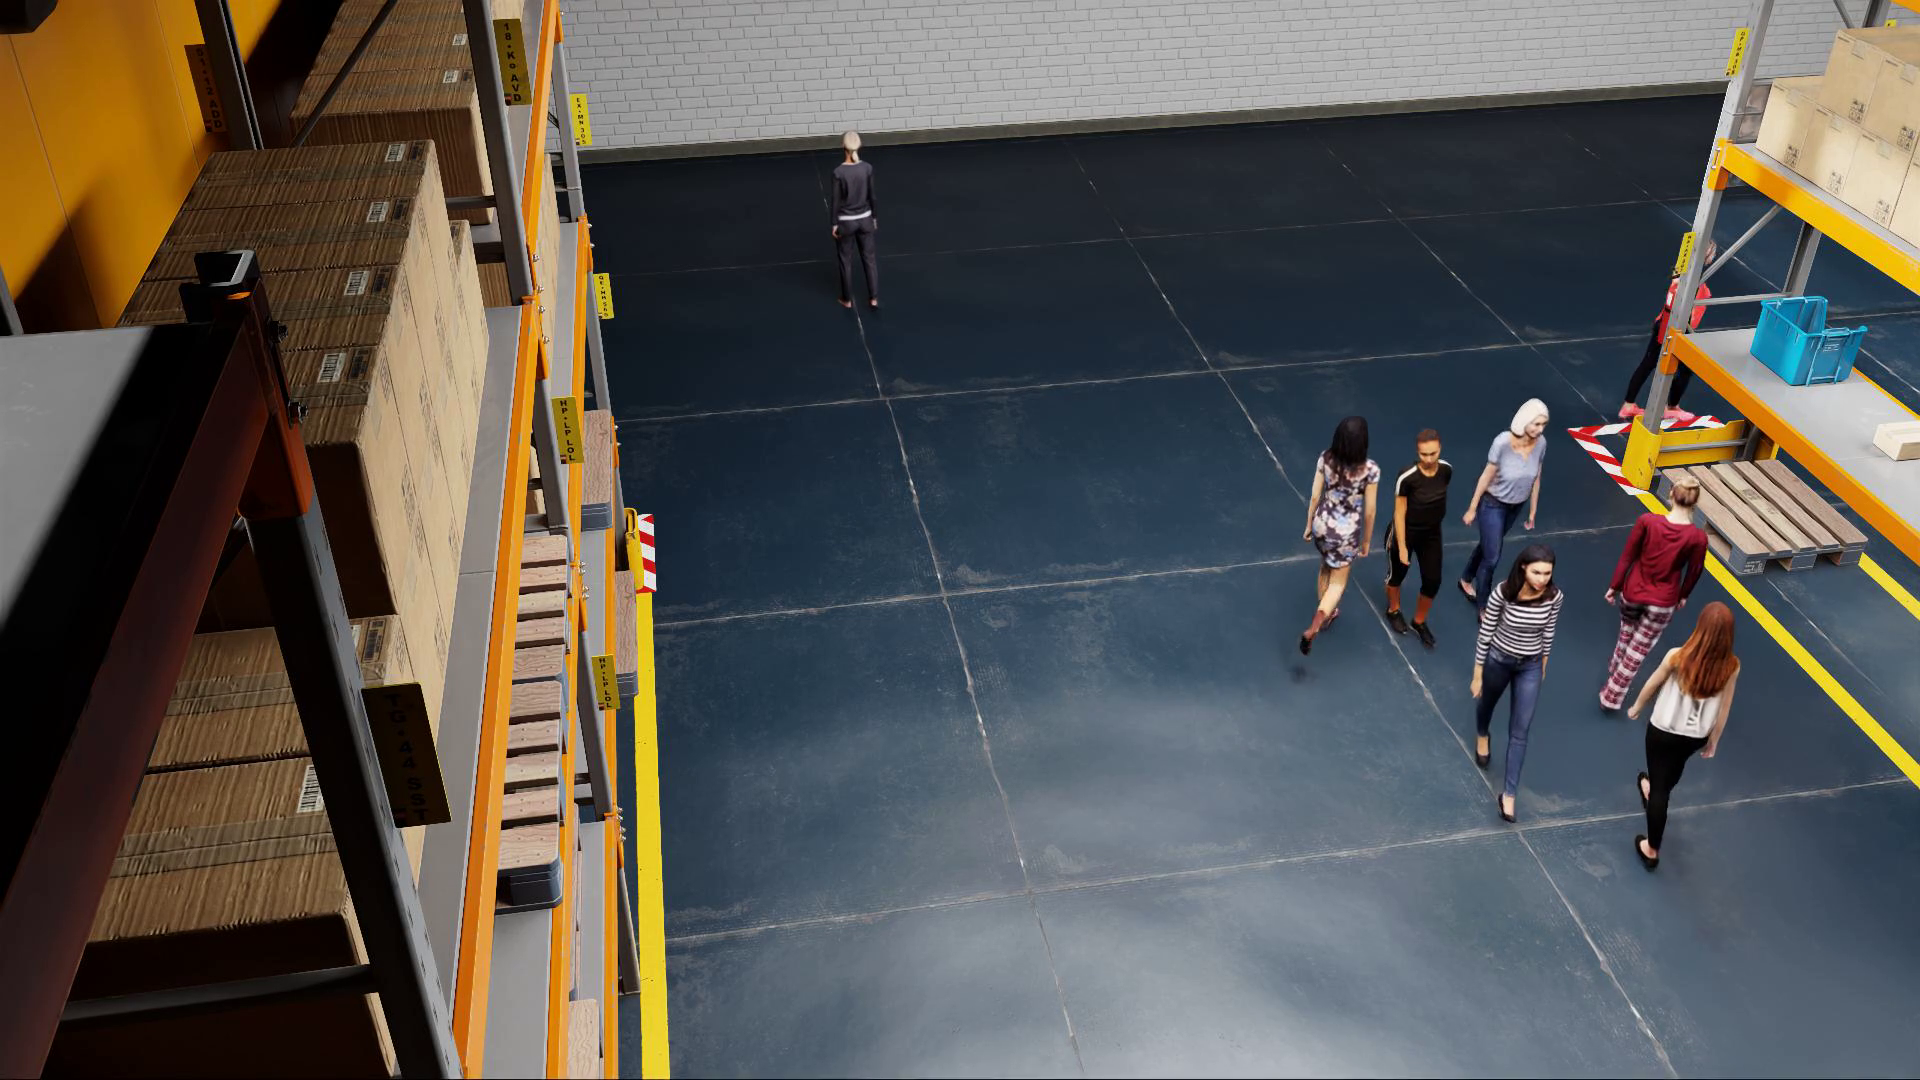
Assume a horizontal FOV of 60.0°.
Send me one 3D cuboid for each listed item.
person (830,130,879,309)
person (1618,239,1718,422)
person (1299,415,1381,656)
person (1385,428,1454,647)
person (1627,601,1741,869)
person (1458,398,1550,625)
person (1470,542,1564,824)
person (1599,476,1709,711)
[{"bbox_3d":[-0.988,-3.014,15.618,0.659,1.737,0.604,-12,35,-17],"label":"person"},{"bbox_3d":[5.799,-1.690,13.693,0.865,1.664,0.830,-3,34,-4],"label":"person"},{"bbox_3d":[2.482,-0.004,11.117,1.008,1.708,1.079,19,38,26],"label":"person"},{"bbox_3d":[3.041,-0.085,11.293,0.611,1.648,0.697,-9,35,-13],"label":"person"},{"bbox_3d":[4.093,1.145,9.406,0.754,1.689,1.035,2,34,2],"label":"person"},{"bbox_3d":[3.706,-0.277,11.541,0.711,1.693,0.930,-8,34,-12],"label":"person"},{"bbox_3d":[3.272,0.733,9.972,0.811,1.748,1.160,3,34,4],"label":"person"},{"bbox_3d":[4.358,0.387,10.549,0.903,1.685,0.966,19,38,26],"label":"person"}]
